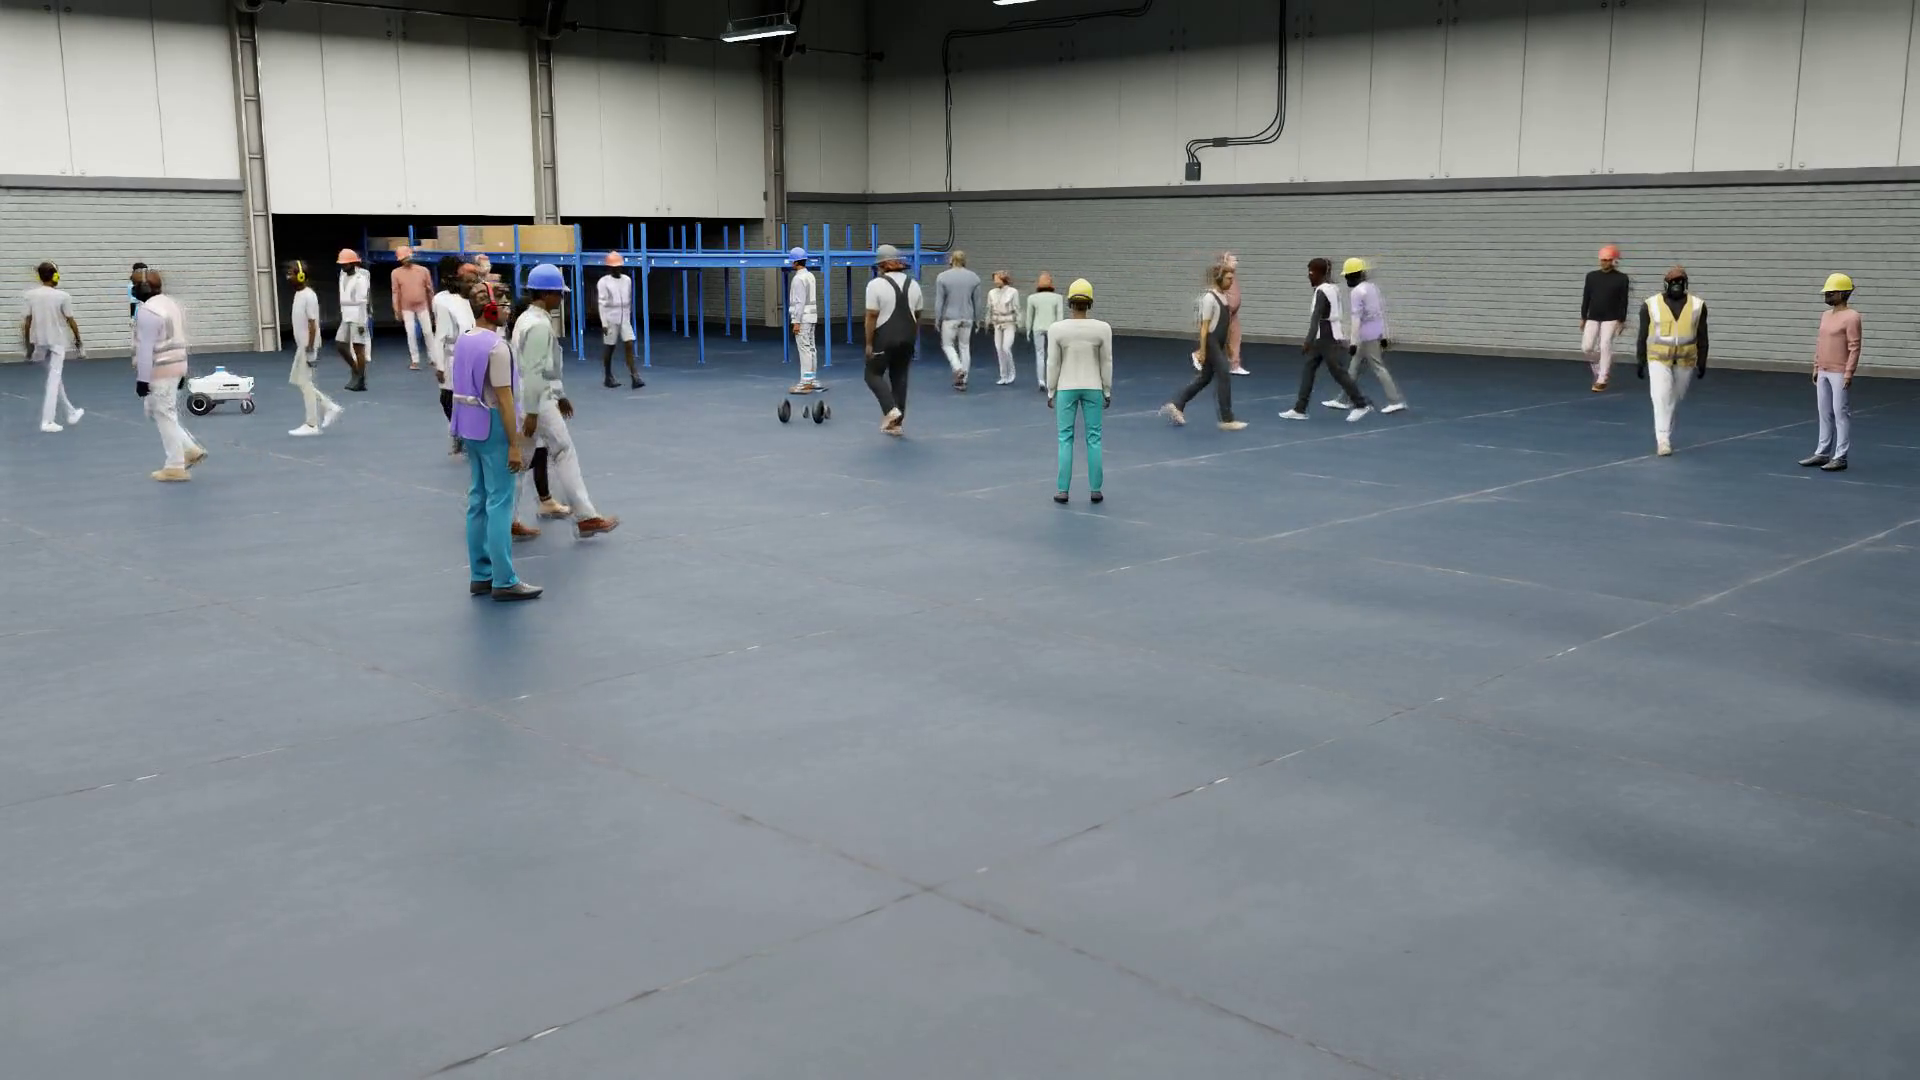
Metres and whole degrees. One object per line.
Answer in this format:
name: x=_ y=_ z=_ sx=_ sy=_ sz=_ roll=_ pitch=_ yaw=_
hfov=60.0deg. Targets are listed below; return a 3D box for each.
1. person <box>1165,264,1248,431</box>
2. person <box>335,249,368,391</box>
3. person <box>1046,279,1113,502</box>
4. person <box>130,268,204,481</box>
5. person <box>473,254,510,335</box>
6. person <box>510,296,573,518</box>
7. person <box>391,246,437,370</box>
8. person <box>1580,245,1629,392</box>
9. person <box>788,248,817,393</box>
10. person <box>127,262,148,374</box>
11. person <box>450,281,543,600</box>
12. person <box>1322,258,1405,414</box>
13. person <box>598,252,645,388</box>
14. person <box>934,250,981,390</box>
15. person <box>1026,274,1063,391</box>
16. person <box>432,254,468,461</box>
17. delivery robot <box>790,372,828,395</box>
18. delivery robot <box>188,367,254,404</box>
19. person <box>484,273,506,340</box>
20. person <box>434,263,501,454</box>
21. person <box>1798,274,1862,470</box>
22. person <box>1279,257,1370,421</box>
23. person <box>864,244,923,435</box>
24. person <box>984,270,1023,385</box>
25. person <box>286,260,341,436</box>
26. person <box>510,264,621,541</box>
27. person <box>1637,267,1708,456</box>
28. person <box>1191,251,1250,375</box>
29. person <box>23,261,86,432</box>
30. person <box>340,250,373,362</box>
person: x=2.719 y=-2.127 z=18.296 sx=0.911 sy=1.815 sz=0.520 roll=5 pitch=11 yaw=24
person: x=-8.293 y=-3.001 z=22.692 sx=0.580 sy=1.925 sz=0.390 roll=7 pitch=13 yaw=35
person: x=0.948 y=-1.184 z=13.234 sx=0.531 sy=1.768 sz=0.311 roll=0 pitch=10 yaw=-2
person: x=-6.929 y=-1.429 z=14.401 sx=0.435 sy=1.829 sz=0.641 roll=-2 pitch=11 yaw=-11
person: x=-6.311 y=-2.873 z=22.212 sx=0.991 sy=1.840 sz=0.774 roll=3 pitch=11 yaw=15
person: x=-3.247 y=-0.970 z=12.323 sx=0.662 sy=1.675 sz=0.537 roll=-6 pitch=12 yaw=-31
person: x=-8.614 y=-3.659 z=26.237 sx=0.662 sy=1.945 sz=0.508 roll=-4 pitch=11 yaw=-20
person: x=8.753 y=-3.016 z=22.635 sx=0.639 sy=1.976 sz=0.457 roll=10 pitch=15 yaw=44
person: x=-2.128 y=-2.968 z=22.483 sx=0.402 sy=1.942 sz=0.603 roll=2 pitch=11 yaw=12
person: x=-12.464 y=-3.387 z=25.435 sx=0.318 sy=1.695 sz=0.540 roll=5 pitch=11 yaw=25
person: x=-2.752 y=-0.579 z=9.723 sx=0.390 sy=1.842 sz=0.564 roll=-10 pitch=14 yaw=-42
person: x=4.900 y=-2.452 z=19.950 sx=1.030 sy=1.854 sz=0.621 roll=5 pitch=12 yaw=26
person: x=-4.715 y=-3.029 z=22.986 sx=0.571 sy=1.875 sz=0.978 roll=-9 pitch=14 yaw=-41
person: x=-0.023 y=-3.012 z=22.808 sx=0.674 sy=1.910 sz=0.480 roll=-4 pitch=11 yaw=-20
person: x=1.165 y=-2.865 z=22.917 sx=0.510 sy=1.578 sz=0.913 roll=1 pitch=10 yaw=3
person: x=-4.656 y=-1.699 z=15.584 sx=0.614 sy=1.937 sz=0.499 roll=2 pitch=11 yaw=13
delivery robot: x=-1.751 y=-1.812 z=19.117 sx=0.335 sy=0.223 sz=0.698 roll=3 pitch=11 yaw=14
delivery robot: x=-8.864 y=-1.838 z=19.967 sx=0.707 sy=0.478 sz=0.477 roll=-3 pitch=11 yaw=-17
person: x=-5.946 y=-2.592 z=21.274 sx=0.360 sy=1.624 sz=0.542 roll=0 pitch=10 yaw=3
person: x=-4.607 y=-1.659 z=15.553 sx=0.612 sy=1.863 sz=0.604 roll=-6 pitch=12 yaw=-31
person: x=7.907 y=-1.522 z=15.080 sx=0.326 sy=1.767 sz=0.533 roll=-1 pitch=10 yaw=-6
person: x=4.243 y=-2.305 z=19.101 sx=0.998 sy=1.871 sz=0.598 roll=2 pitch=11 yaw=12
person: x=-0.731 y=-2.108 z=17.637 sx=0.704 sy=2.000 sz=0.589 roll=-8 pitch=13 yaw=-36
person: x=0.621 y=-2.996 z=23.509 sx=0.544 sy=1.618 sz=0.460 roll=7 pitch=13 yaw=35
person: x=-6.921 y=-2.043 z=17.668 sx=0.460 sy=1.855 sz=0.557 roll=-7 pitch=12 yaw=-32
person: x=-2.822 y=-0.946 z=11.554 sx=0.925 sy=1.904 sz=0.626 roll=-5 pitch=12 yaw=-25
person: x=6.985 y=-1.771 z=16.337 sx=0.631 sy=1.806 sz=0.917 roll=2 pitch=11 yaw=12
person: x=4.001 y=-3.470 z=25.424 sx=0.857 sy=1.876 sz=0.641 roll=7 pitch=13 yaw=34
person: x=-9.879 y=-2.123 z=18.211 sx=0.544 sy=1.818 sz=0.971 roll=1 pitch=10 yaw=3
person: x=-10.136 y=-3.926 z=27.935 sx=0.516 sy=1.864 sz=0.317 roll=-8 pitch=13 yaw=-36
